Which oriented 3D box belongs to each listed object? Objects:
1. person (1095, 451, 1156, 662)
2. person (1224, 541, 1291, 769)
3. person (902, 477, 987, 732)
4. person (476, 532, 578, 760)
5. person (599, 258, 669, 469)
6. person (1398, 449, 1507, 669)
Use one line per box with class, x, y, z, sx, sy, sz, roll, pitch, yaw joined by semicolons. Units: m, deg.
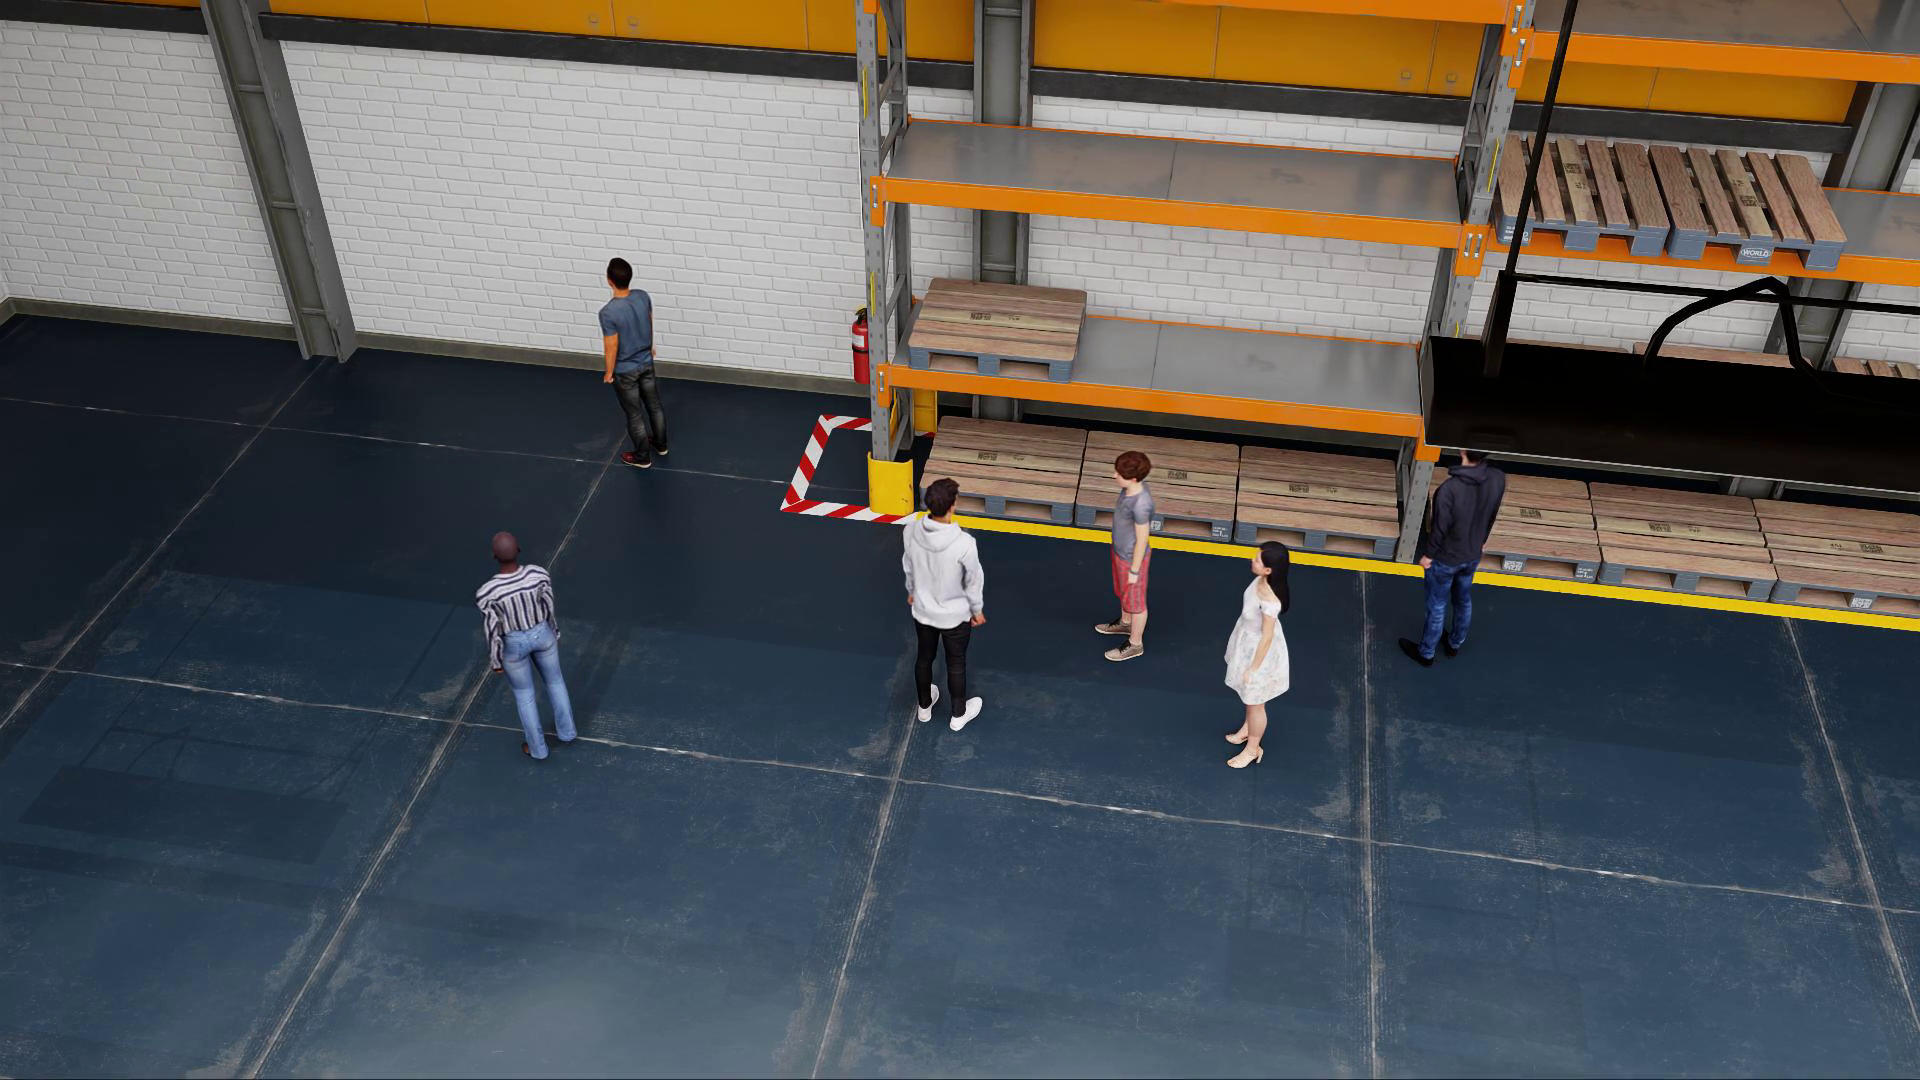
person;1.158;0.092;11.243;0.621;1.649;0.660;-5;39;-7
person;1.853;0.713;10.365;0.627;1.775;0.643;5;39;6
person;-0.119;0.417;10.611;0.596;1.929;0.792;14;41;17
person;-2.701;0.669;10.403;0.689;1.796;0.740;-25;45;-28
person;-2.547;-1.382;12.960;0.715;1.810;0.734;26;45;29
person;3.306;0.068;11.078;0.711;1.893;0.819;-15;41;-18
